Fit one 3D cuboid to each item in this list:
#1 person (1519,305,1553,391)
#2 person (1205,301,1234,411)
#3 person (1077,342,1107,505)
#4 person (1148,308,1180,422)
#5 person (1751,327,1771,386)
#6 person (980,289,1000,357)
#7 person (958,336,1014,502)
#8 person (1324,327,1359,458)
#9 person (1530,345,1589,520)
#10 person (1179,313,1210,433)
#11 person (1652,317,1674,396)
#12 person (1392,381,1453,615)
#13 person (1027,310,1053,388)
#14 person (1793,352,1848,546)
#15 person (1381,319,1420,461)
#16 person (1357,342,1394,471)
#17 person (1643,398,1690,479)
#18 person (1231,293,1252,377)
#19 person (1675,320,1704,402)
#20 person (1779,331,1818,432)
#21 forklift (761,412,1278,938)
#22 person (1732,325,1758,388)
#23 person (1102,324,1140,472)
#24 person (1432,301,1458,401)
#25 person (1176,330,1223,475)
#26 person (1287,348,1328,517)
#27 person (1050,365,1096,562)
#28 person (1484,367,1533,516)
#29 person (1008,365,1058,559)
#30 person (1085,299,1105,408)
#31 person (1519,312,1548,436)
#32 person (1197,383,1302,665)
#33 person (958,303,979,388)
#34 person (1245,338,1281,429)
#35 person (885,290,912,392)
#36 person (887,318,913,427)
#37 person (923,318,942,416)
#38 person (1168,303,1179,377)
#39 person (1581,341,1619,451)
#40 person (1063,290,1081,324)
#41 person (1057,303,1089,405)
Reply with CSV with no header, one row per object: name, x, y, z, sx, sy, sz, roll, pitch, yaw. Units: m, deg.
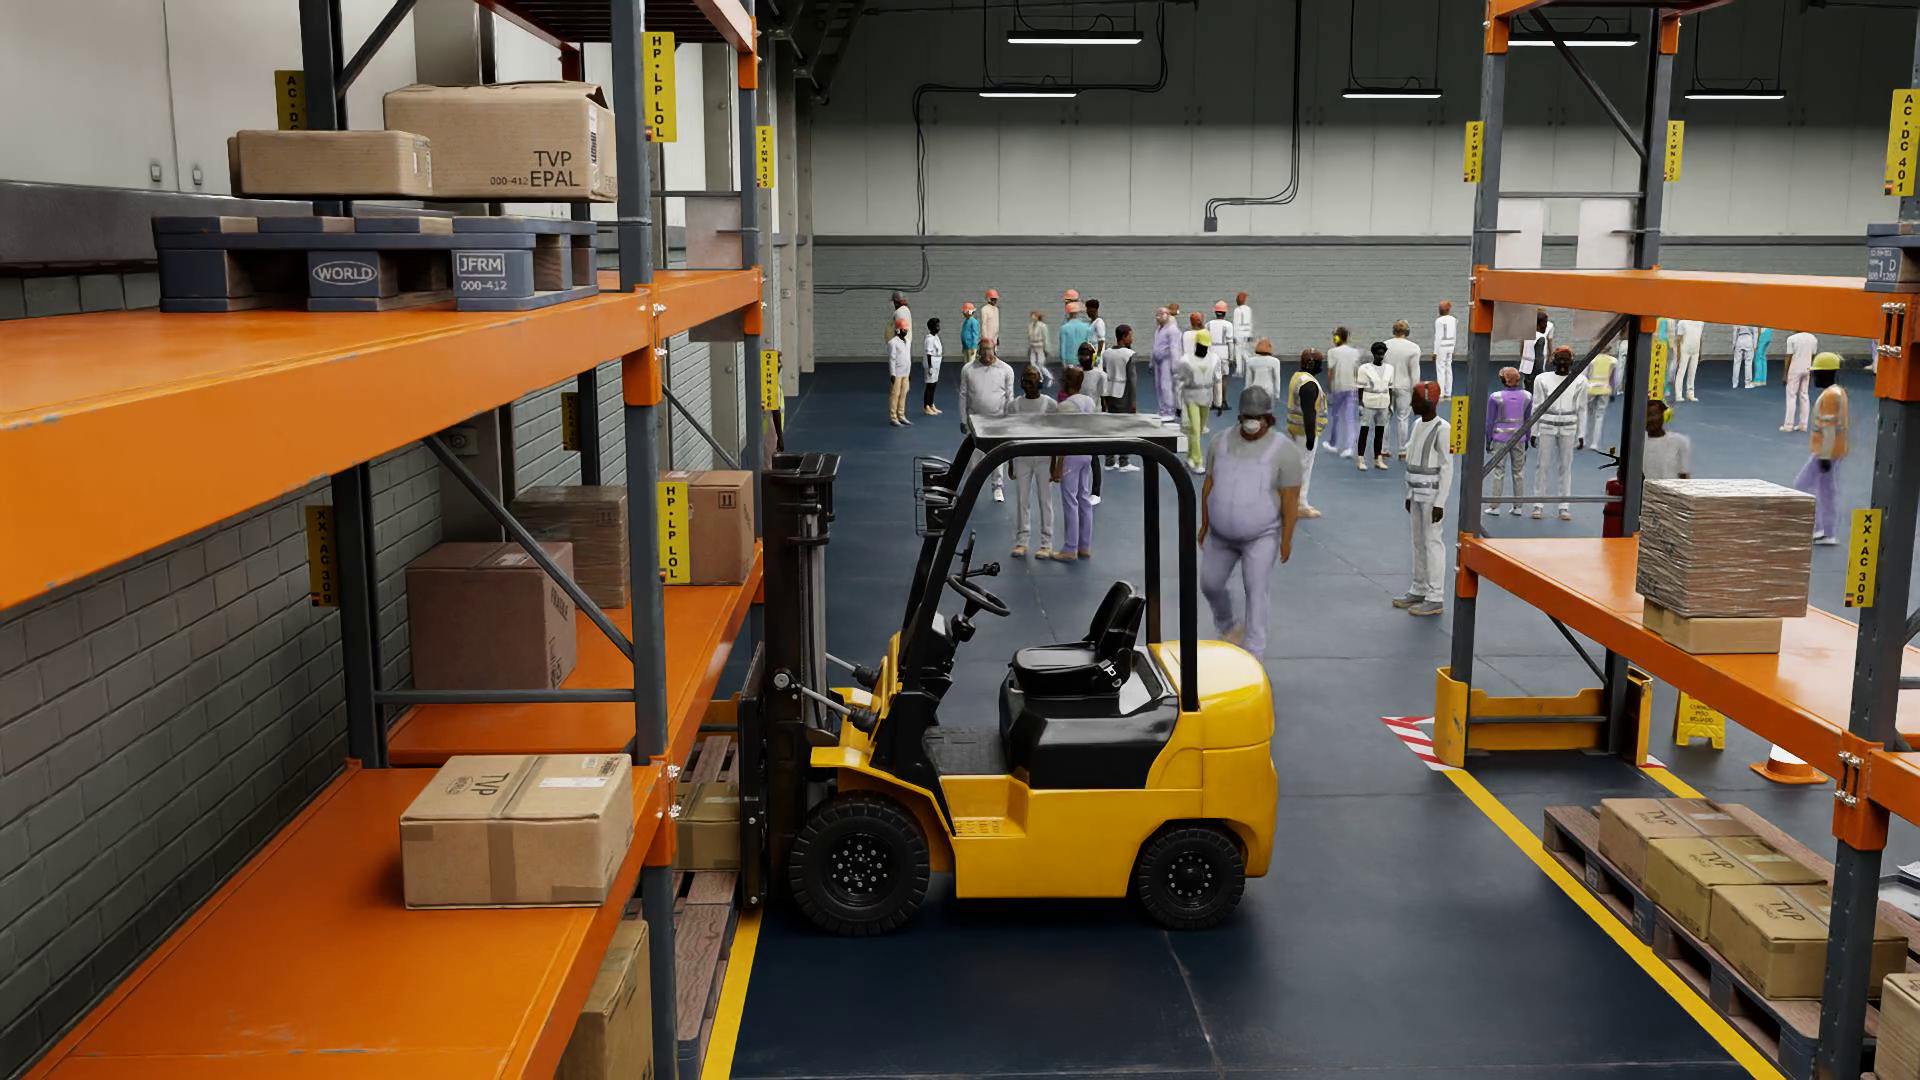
person,10.518,-3.367,30.404,0.566,1.837,0.405,4,11,21
person,4.619,-3.269,29.561,0.553,1.934,0.366,7,12,35
person,1.436,-1.325,18.957,0.511,1.862,0.329,8,13,39
person,3.389,-2.922,27.749,0.427,1.895,0.689,-3,11,-17
person,16.639,-4.107,34.536,0.518,1.834,0.351,-9,14,-42
person,0.650,-4.263,34.934,0.395,1.994,0.613,6,12,31
person,0.300,-1.391,19.173,0.641,1.912,0.410,1,10,4
person,5.321,-2.068,23.244,0.506,1.805,0.982,-1,10,-6
person,6.446,-1.155,17.939,0.574,1.883,0.356,3,11,15
person,3.679,-2.613,26.054,0.341,1.882,0.587,-7,13,-36
person,13.392,-3.628,31.696,0.422,1.898,0.780,1,10,7
person,3.756,-0.341,13.397,0.342,1.882,0.579,-2,10,-9
person,1.610,-3.820,33.512,0.455,1.627,0.529,-9,13,-40
person,8.439,-0.890,16.368,0.543,1.907,0.624,6,12,32
person,5.994,-2.049,22.777,0.625,1.934,0.376,9,13,40
person,5.439,-1.752,21.789,0.533,1.692,0.319,-3,11,-15
person,5.291,-0.193,12.704,0.507,1.842,0.440,9,14,41
person,6.225,-4.541,36.851,0.425,1.872,0.577,9,14,42
person,13.622,-3.491,31.051,0.514,1.846,0.337,-2,10,-11
person,13.173,-2.598,26.121,0.501,1.839,0.341,-2,10,-12
forklift,0.291,0.548,7.580,2.313,2.155,1.214,0,10,-2
person,16.118,-3.994,34.141,0.484,1.743,0.298,9,14,42
person,2.076,-1.850,21.717,0.397,1.917,0.590,-8,13,-38
person,9.093,-3.551,31.278,0.586,1.883,0.342,-8,13,-38
person,3.094,-1.818,21.697,0.582,1.872,0.988,-3,11,-16
person,3.785,-1.166,18.138,0.429,1.838,0.623,0,10,0
person,1.057,-0.718,15.604,0.345,1.847,0.504,8,13,38
person,5.988,-1.071,18.172,0.514,1.634,0.313,-1,10,-4
person,0.687,-0.734,15.738,0.501,1.839,0.342,4,11,19
person,2.416,-3.352,29.958,0.376,1.959,0.600,-2,10,-12
person,8.836,-2.548,25.627,0.397,1.911,0.588,0,10,0
person,1.984,-0.093,11.578,0.723,2.000,0.535,6,12,31
person,0.175,-3.953,33.881,0.325,1.752,0.559,-4,11,-23
person,4.302,-2.053,23.630,0.497,1.634,0.279,4,11,23
person,-1.230,-3.952,33.076,0.535,2.000,0.684,1,10,7
person,-0.950,-2.725,27.039,0.339,1.752,0.564,6,12,31
person,-0.475,-2.993,28.715,0.321,1.689,0.530,2,10,12
person,4.709,-4.435,36.931,0.279,1.627,0.499,2,10,12
person,9.196,-2.097,23.940,0.537,1.597,0.557,2,10,12
person,2.211,-3.913,32.846,0.386,2.045,0.605,-1,10,-3
person,1.920,-3.073,28.451,0.611,1.938,1.038,-4,11,-21
